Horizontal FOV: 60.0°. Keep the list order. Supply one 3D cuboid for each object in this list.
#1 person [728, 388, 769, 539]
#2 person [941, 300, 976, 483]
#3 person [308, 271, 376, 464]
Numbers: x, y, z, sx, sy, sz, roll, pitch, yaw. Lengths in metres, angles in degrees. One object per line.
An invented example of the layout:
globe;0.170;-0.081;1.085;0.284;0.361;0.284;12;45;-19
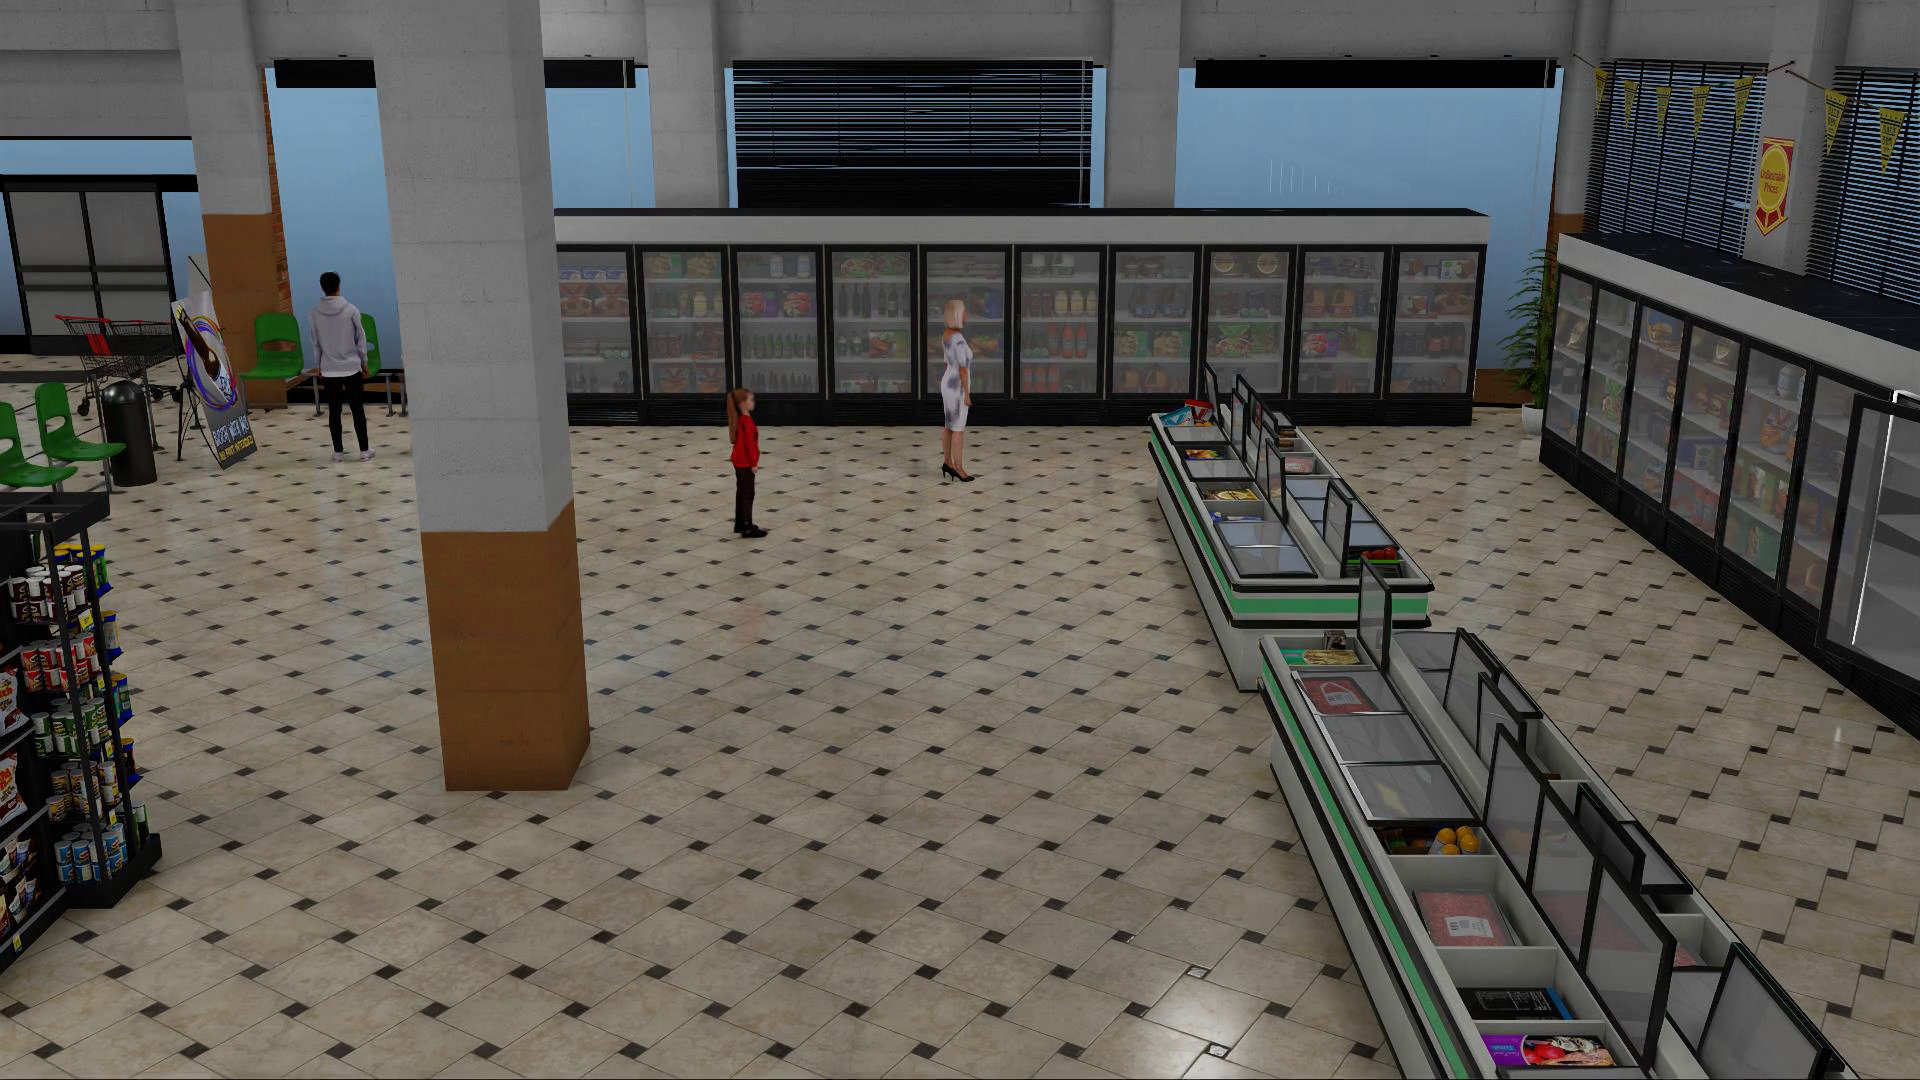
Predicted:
person;-1.844;-0.671;14.299;0.625;1.280;0.525;-8;19;-24
person;-0.042;-1.444;16.034;0.692;1.752;0.572;-8;18;-23
person;-6.221;-1.745;16.719;0.738;1.930;0.696;-4;17;-14
